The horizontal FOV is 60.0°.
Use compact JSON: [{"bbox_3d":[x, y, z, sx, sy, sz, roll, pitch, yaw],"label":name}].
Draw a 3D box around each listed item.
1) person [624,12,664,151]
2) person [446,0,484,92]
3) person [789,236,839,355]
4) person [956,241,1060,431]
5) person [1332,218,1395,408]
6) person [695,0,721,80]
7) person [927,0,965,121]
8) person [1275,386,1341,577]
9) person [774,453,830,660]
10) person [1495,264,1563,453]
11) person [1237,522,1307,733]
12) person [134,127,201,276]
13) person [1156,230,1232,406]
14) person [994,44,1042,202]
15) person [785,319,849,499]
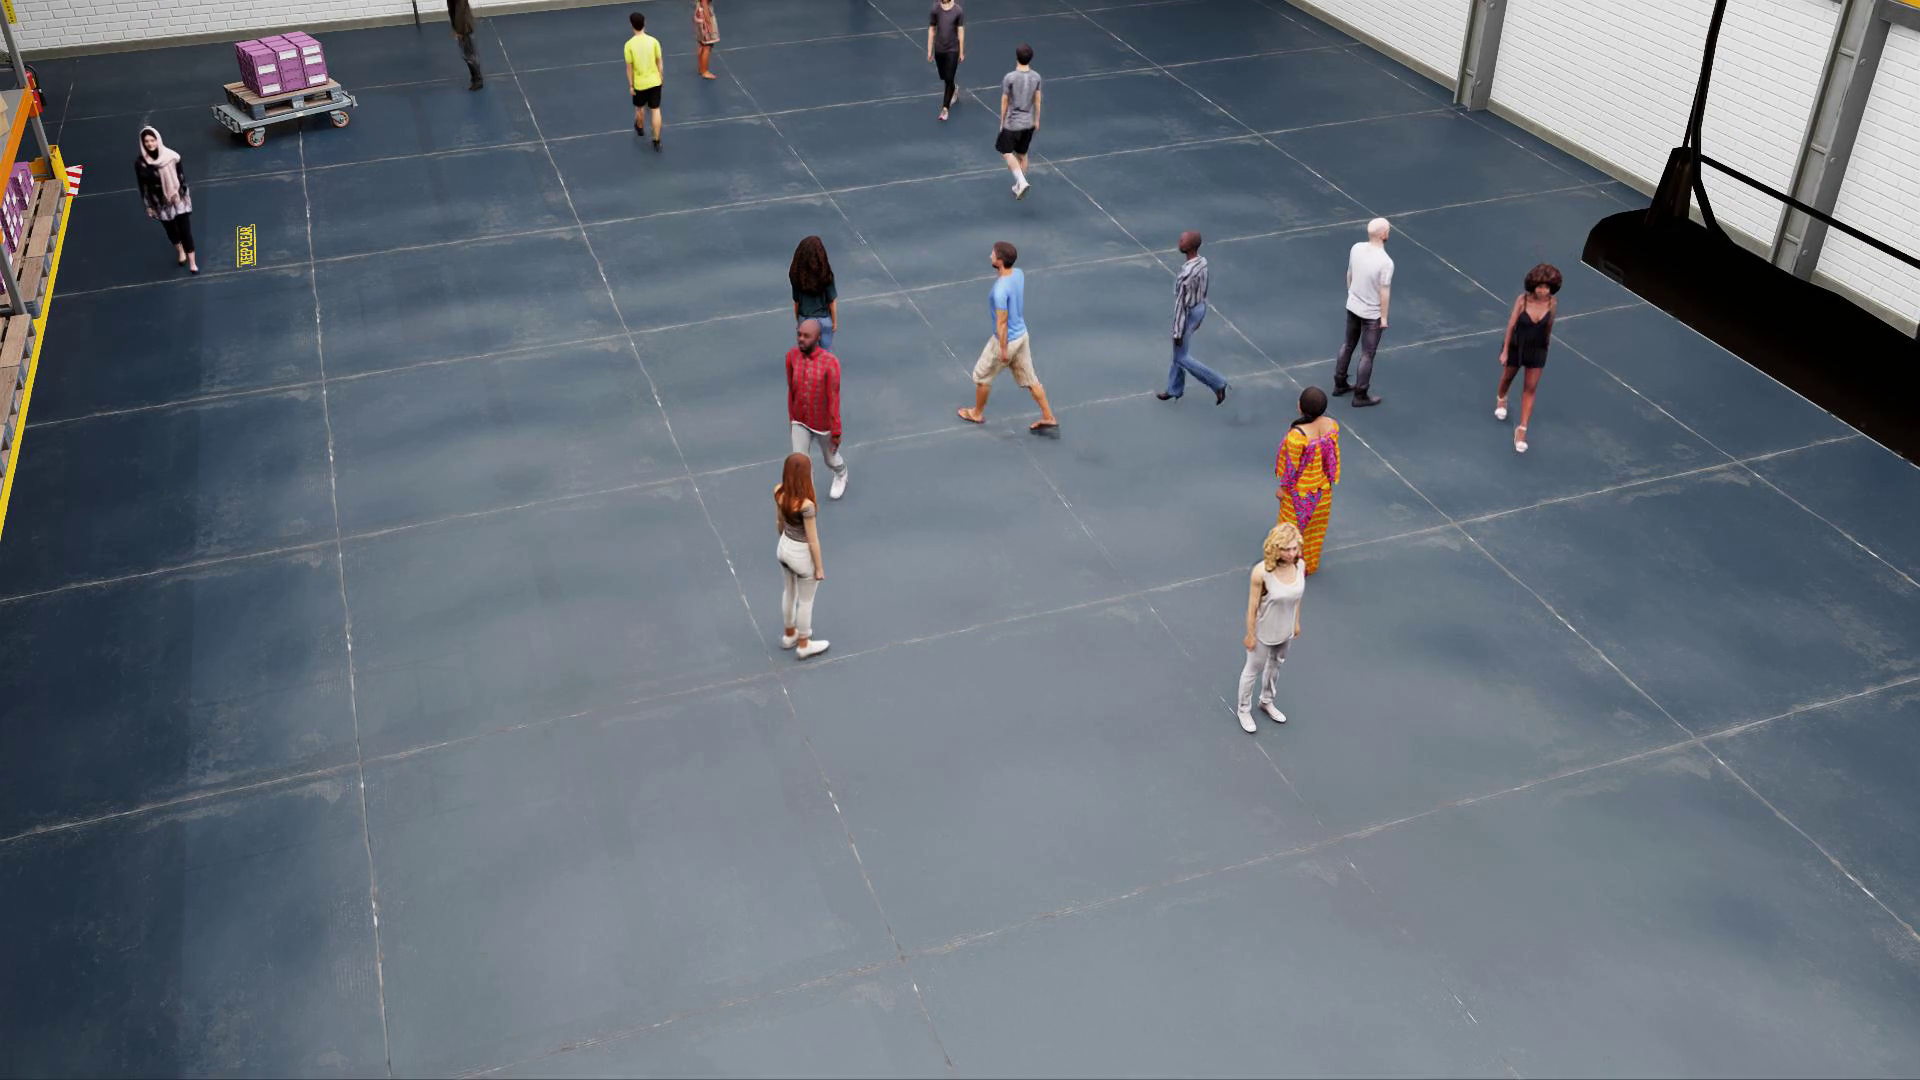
[{"bbox_3d":[-3.980,-5.815,21.206,0.665,1.669,1.027,-9,35,-13],"label":"person"},{"bbox_3d":[-6.917,-7.218,23.225,0.862,1.771,0.496,-2,34,-3],"label":"person"},{"bbox_3d":[-1.363,-2.096,15.659,0.706,1.617,0.737,5,34,7],"label":"person"},{"bbox_3d":[0.527,-1.794,15.008,1.280,1.834,1.125,19,38,26],"label":"person"},{"bbox_3d":[3.781,-2.144,15.538,0.762,1.830,0.568,-18,38,-25],"label":"person"},{"bbox_3d":[-3.658,-7.407,23.645,0.871,1.621,0.586,-11,35,-16],"label":"person"},{"bbox_3d":[-0.145,-6.579,22.298,1.081,1.733,1.216,10,35,15],"label":"person"},{"bbox_3d":[2.714,-0.490,13.180,0.708,1.686,0.726,-20,39,-27],"label":"person"},{"bbox_3d":[-1.203,0.122,12.231,0.604,1.716,0.725,28,43,36],"label":"person"},{"bbox_3d":[5.089,-1.723,14.995,0.911,1.729,1.129,5,34,7],"label":"person"},{"bbox_3d":[2.178,0.583,11.580,0.624,1.670,0.565,-15,36,-21],"label":"person"},{"bbox_3d":[-8.641,-3.735,18.134,0.671,1.607,0.926,-14,36,-20],"label":"person"},{"bbox_3d":[2.206,-1.990,15.360,1.071,1.772,1.013,15,36,21],"label":"person"},{"bbox_3d":[0.727,-4.888,19.649,0.675,1.849,0.838,-12,36,-18],"label":"person"},{"bbox_3d":[-1.172,-1.037,13.898,1.153,1.801,1.249,12,35,17],"label":"person"}]
